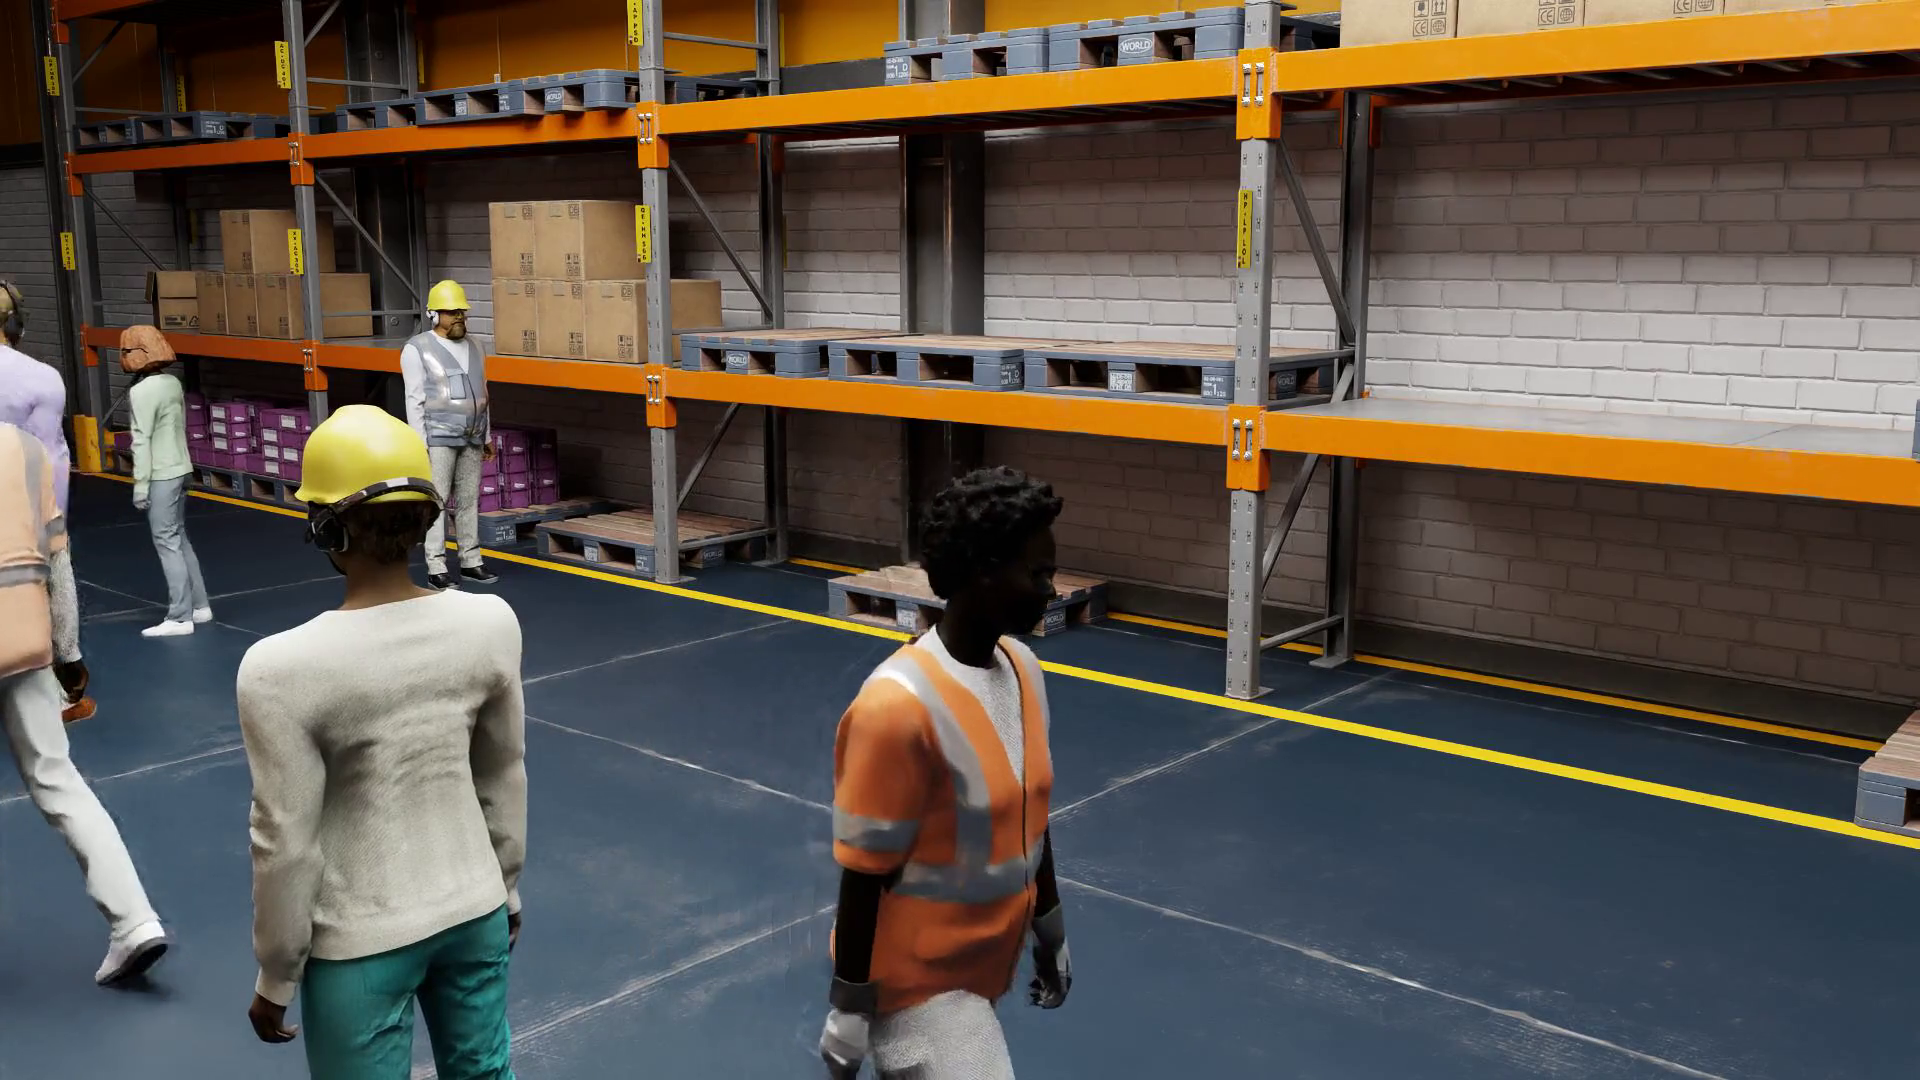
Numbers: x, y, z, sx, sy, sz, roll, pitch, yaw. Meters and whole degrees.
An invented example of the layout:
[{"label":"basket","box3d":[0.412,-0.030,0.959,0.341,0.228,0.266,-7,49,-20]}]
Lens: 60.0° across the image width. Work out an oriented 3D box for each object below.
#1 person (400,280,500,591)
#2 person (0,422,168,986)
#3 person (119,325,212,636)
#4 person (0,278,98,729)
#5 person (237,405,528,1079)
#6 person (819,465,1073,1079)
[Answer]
[{"label":"person","box3d":[-3.010,-0.619,9.895,0.404,1.833,0.587,6,12,32]},{"label":"person","box3d":[-2.586,0.314,4.504,0.892,1.877,0.607,5,11,25]},{"label":"person","box3d":[-4.192,-0.311,8.731,0.285,1.624,0.503,-1,10,-6]},{"label":"person","box3d":[-3.878,-0.088,6.657,0.631,1.916,0.876,0,10,1]},{"label":"person","box3d":[-0.964,0.654,2.839,0.311,1.768,0.531,7,12,36]},{"label":"person","box3d":[0.052,0.714,2.733,0.701,1.668,0.552,5,11,26]}]
